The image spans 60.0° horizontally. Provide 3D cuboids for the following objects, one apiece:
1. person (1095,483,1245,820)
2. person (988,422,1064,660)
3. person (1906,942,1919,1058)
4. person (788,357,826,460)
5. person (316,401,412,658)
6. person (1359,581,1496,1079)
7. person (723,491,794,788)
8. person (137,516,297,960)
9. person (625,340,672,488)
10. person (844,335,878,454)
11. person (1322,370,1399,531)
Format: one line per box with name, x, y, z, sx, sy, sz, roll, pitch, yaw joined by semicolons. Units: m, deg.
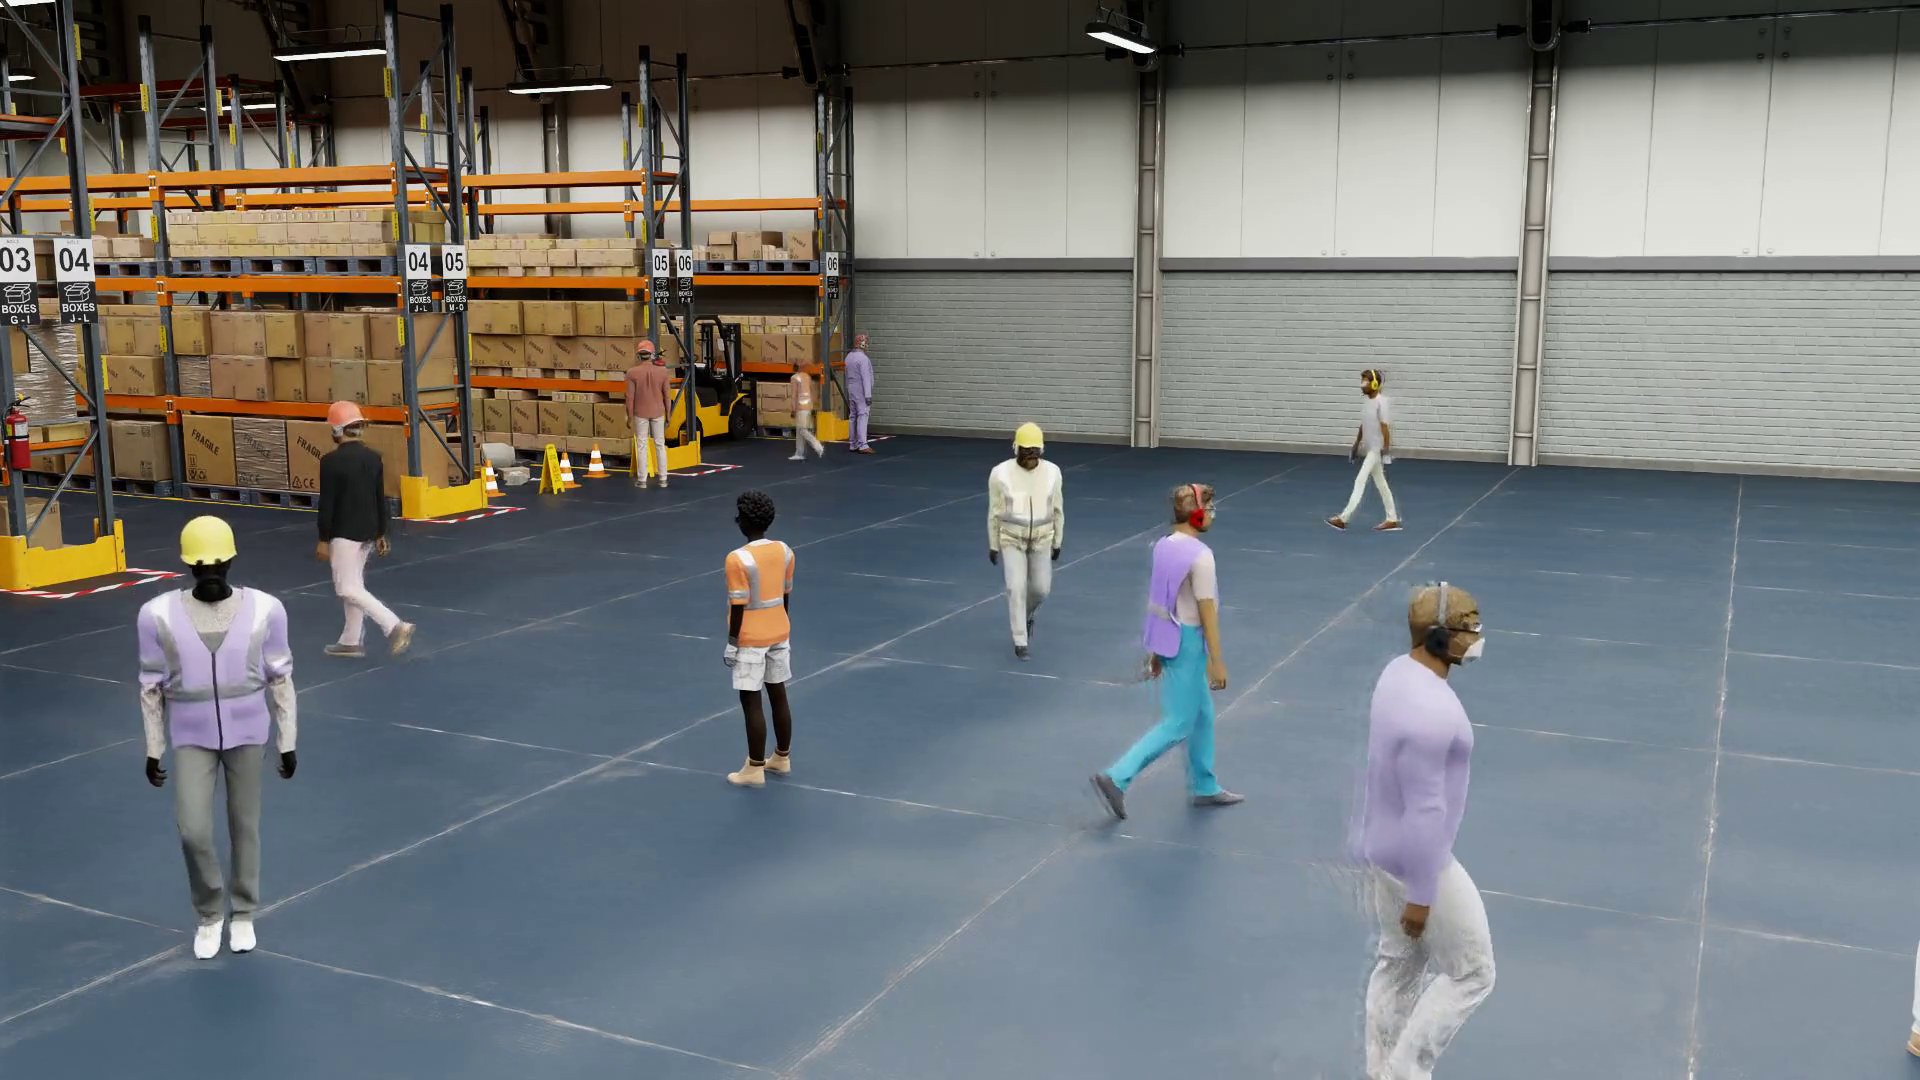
person;1.145;0.598;8.943;0.834;1.820;0.569;-2;9;-12
person;0.494;-0.017;12.741;0.592;1.806;0.624;-2;9;-10
person;3.802;1.054;6.092;0.627;1.836;0.428;-3;10;-19
person;-2.345;-2.001;25.478;0.650;1.615;0.524;3;10;20
person;-4.482;-0.054;12.457;0.808;1.976;0.608;3;10;18
person;1.584;1.087;5.630;0.446;1.925;0.629;0;9;3
person;-1.157;0.563;9.512;0.315;1.695;0.541;6;11;32
person;-3.143;0.849;7.083;0.611;1.912;0.498;-4;10;-24
person;-4.208;-1.693;22.450;0.622;1.986;0.398;-4;10;-22
person;-1.579;-2.332;26.640;0.407;1.904;0.639;-6;11;-31
person;4.534;-0.995;18.676;0.963;1.817;0.562;-1;9;-4
